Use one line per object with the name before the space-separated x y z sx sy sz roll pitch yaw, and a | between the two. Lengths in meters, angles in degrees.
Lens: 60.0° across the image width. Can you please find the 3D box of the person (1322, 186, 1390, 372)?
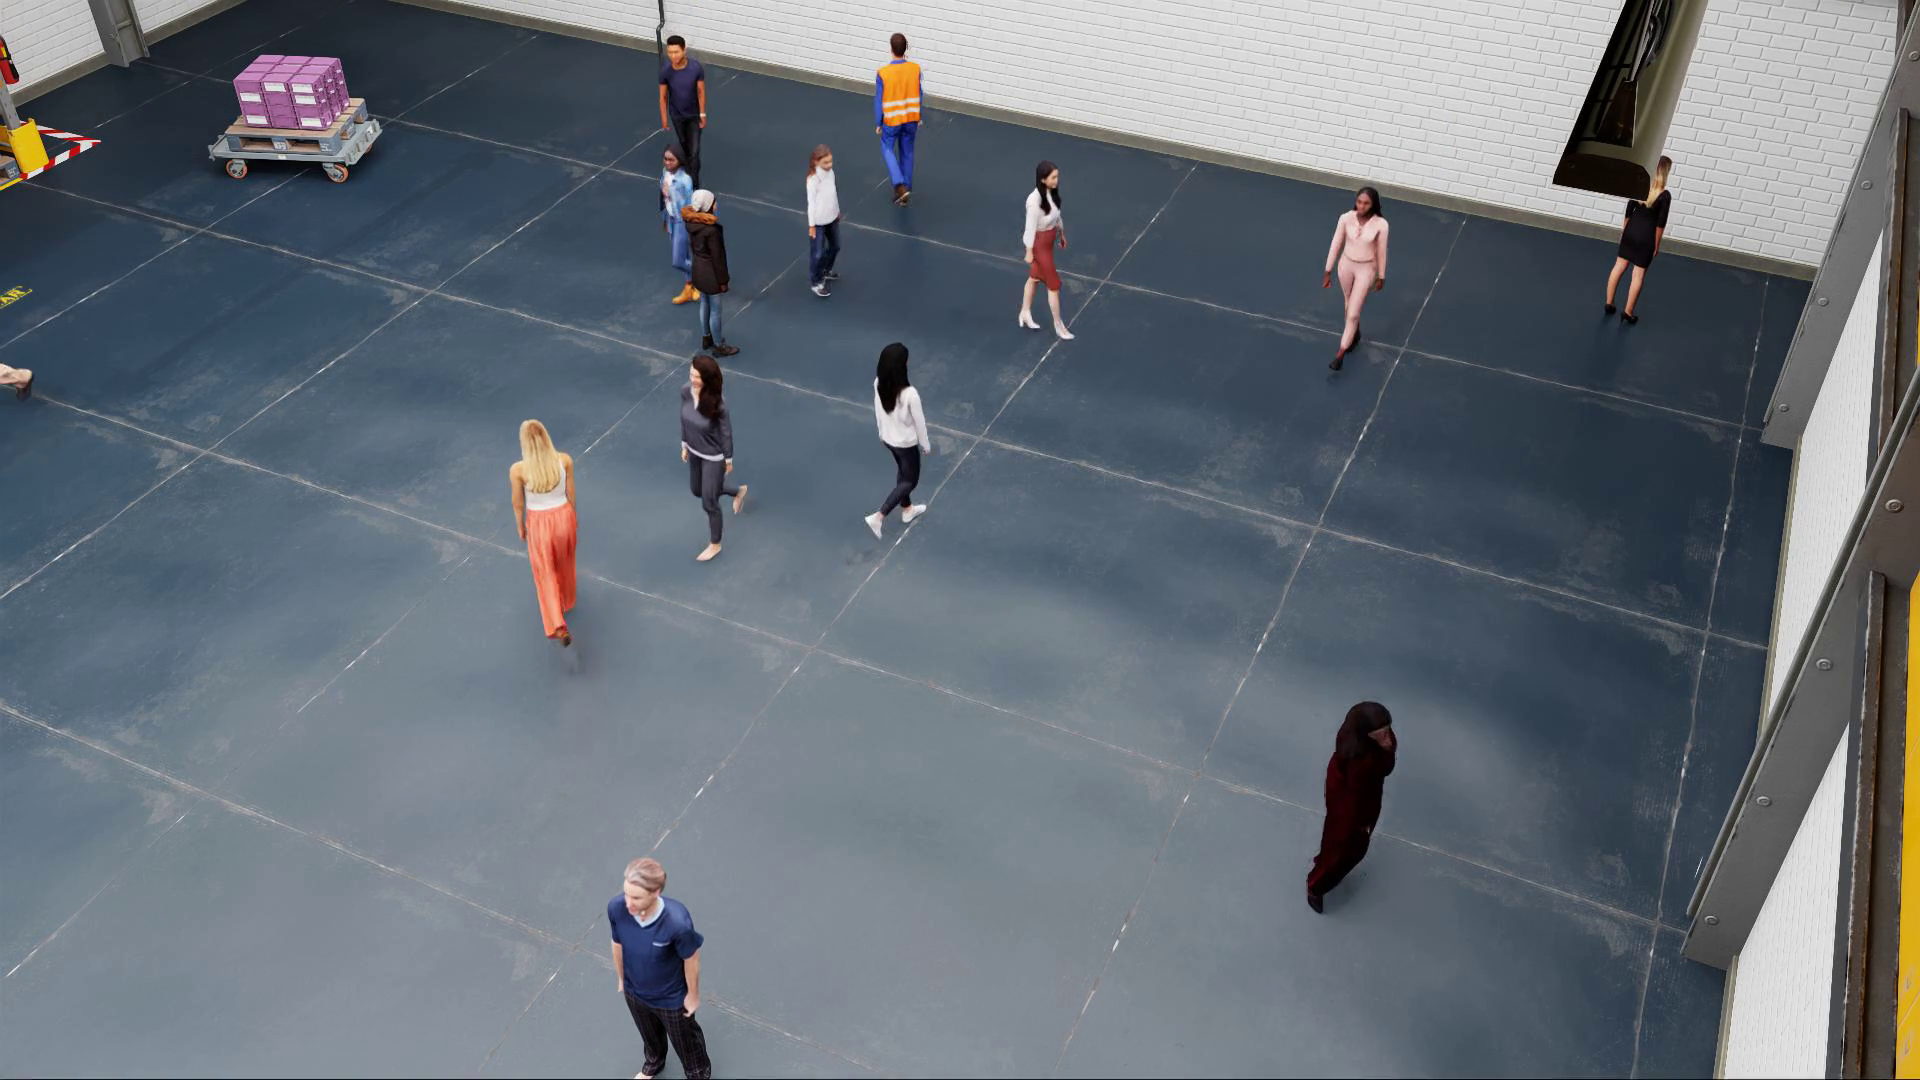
person | 3.624 -2.436 15.059 0.731 1.684 1.070 21 43 24

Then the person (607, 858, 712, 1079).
person | -1.616 2.364 8.899 0.673 1.871 0.564 13 40 15

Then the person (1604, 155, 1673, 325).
person | 6.345 -2.808 15.532 0.625 1.675 0.614 -23 44 -26

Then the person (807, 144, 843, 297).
person | -1.329 -3.088 15.985 0.713 1.548 0.599 24 45 27

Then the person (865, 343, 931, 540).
person | -0.521 -0.737 12.934 0.816 1.682 1.006 32 48 34

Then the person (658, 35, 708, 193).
person | -2.902 -4.551 17.666 0.987 1.736 1.224 -2 39 -2

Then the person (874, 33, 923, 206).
person | -0.603 -4.317 17.278 0.924 1.855 0.985 -12 40 -15

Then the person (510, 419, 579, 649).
person | -2.927 -0.017 11.958 1.055 1.774 1.146 -11 40 -14

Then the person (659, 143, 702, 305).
person | -2.550 -2.978 15.721 0.823 1.707 0.801 -23 44 -26

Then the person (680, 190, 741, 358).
person | -2.275 -2.434 15.097 0.757 1.634 0.734 -24 44 -27

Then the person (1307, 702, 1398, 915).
person | 2.363 1.487 10.120 0.846 1.718 0.648 -2 39 -3

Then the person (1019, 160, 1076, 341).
person | 0.686 -2.698 15.352 0.696 1.729 0.768 17 42 21

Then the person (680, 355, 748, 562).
person | -1.901 -0.704 12.837 0.740 1.751 1.008 24 45 27
